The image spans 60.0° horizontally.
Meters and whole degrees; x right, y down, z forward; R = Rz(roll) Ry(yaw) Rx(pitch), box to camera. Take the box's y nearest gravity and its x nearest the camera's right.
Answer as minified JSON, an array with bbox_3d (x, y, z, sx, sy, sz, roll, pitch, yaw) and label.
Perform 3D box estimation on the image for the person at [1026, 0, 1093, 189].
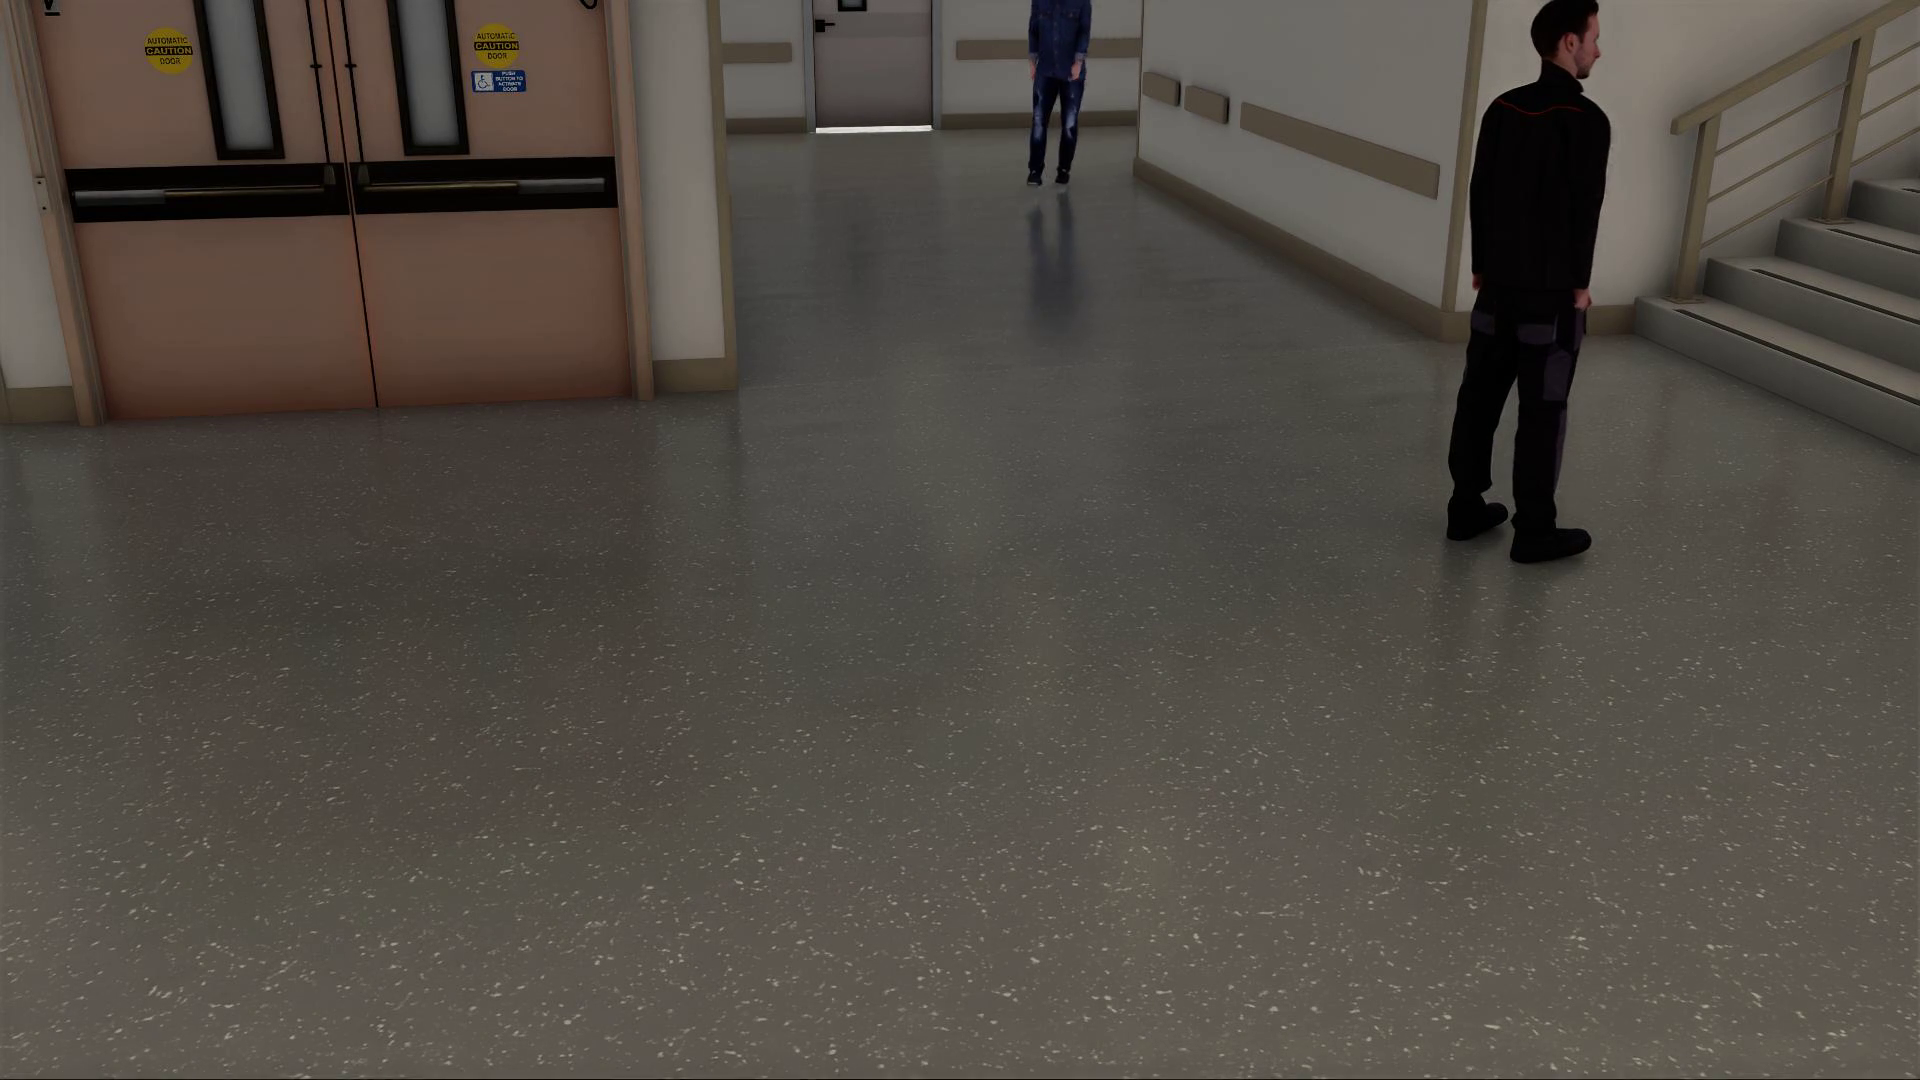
[{"bbox_3d":[0.835,-3.797,13.620,1.051,1.794,0.992,5,21,12],"label":"person"}]

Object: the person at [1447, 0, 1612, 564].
[{"bbox_3d":[1.985,-0.885,5.768,0.717,1.911,0.765,-11,23,-27],"label":"person"}]
